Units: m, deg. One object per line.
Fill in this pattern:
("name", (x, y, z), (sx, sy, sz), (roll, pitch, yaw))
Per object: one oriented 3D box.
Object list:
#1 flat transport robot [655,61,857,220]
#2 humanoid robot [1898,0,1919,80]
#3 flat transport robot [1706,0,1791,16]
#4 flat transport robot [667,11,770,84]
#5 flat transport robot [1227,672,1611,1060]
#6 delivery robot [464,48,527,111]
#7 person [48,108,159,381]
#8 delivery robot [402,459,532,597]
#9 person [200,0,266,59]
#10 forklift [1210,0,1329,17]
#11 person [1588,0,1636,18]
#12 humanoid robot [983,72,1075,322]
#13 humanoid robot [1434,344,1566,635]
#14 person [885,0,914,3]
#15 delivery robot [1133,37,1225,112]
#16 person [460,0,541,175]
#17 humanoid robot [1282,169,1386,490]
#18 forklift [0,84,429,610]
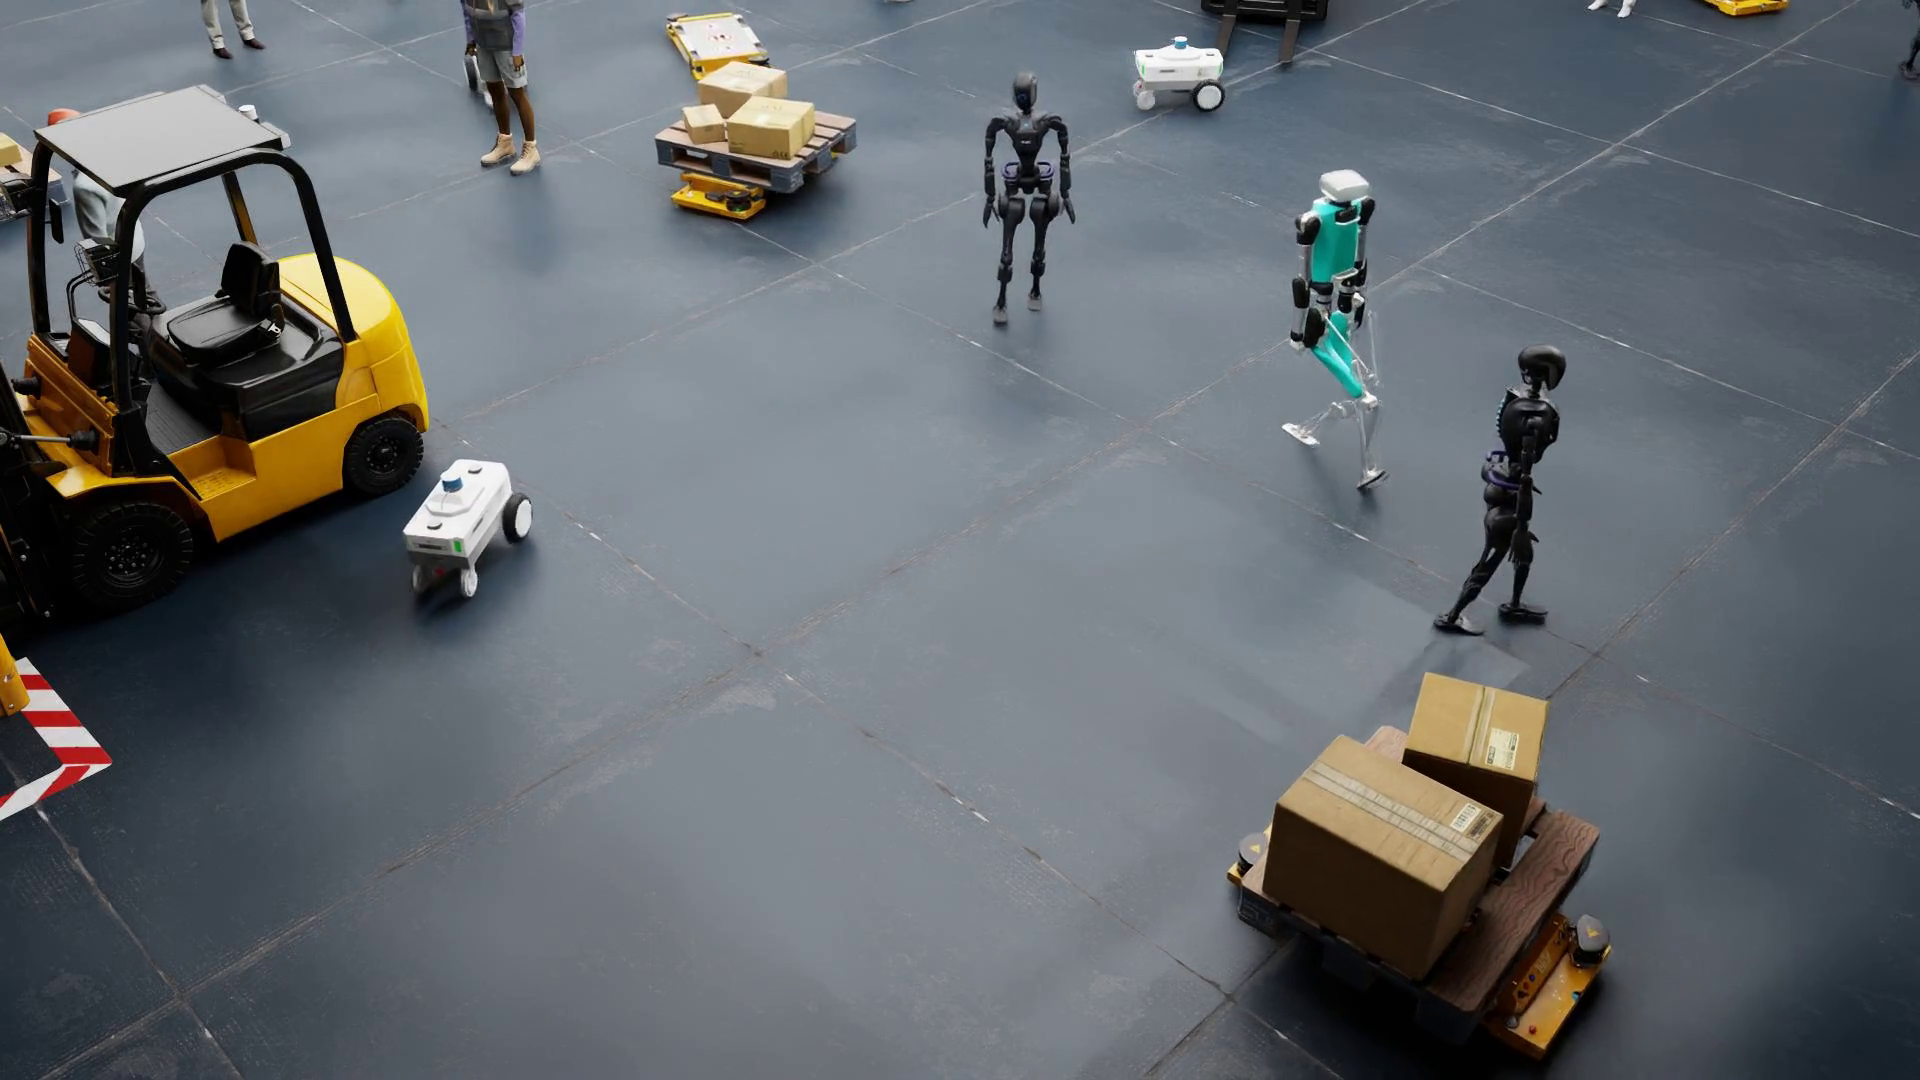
("flat transport robot", (-1.550, -2.880, 12.852), (0.659, 0.231, 1.431), (17, 40, 22))
("humanoid robot", (8.416, -4.771, 14.214), (0.598, 1.646, 0.465), (-5, 37, -6))
("flat transport robot", (7.399, -5.503, 16.363), (0.659, 0.231, 1.431), (-13, 39, -17))
("flat transport robot", (-2.173, -4.427, 14.923), (0.659, 0.231, 1.431), (-12, 38, -15))
("flat transport robot", (1.897, 1.534, 6.943), (1.431, 0.231, 0.659), (27, 44, 31))
("delivery robot", (-3.946, -4.023, 14.158), (0.499, 0.613, 0.816), (-12, 39, -16))
("person", (-5.189, -1.800, 10.179), (0.351, 1.738, 0.572), (-4, 37, -6))
("delivery robot", (-2.666, -0.109, 8.914), (0.499, 0.608, 0.801), (6, 37, 8))
("person", (-6.579, -5.164, 14.655), (0.388, 1.776, 0.539), (27, 44, 31))
("forklift", (3.106, -6.400, 15.960), (1.214, 2.155, 2.313), (8, 37, 10))
("person", (6.273, -5.733, 15.534), (0.519, 1.632, 0.313), (30, 46, 34))
("humanoid robot", (0.450, -2.223, 10.805), (0.609, 1.652, 0.434), (1, 37, 1))
("humanoid robot", (2.743, -0.205, 8.101), (0.583, 1.639, 0.593), (7, 37, 9))
("person", (-0.664, -6.115, 15.790), (0.351, 1.935, 0.634), (-14, 39, -18))
("delivery robot", (1.852, -3.941, 14.023), (0.773, 0.582, 0.499), (-2, 37, -2))
("person", (-3.525, -3.786, 12.585), (0.607, 2.044, 0.367), (21, 42, 26))
("humanoid robot", (2.256, -1.107, 9.260), (0.537, 1.760, 0.962), (-23, 43, -28))
("forklift", (-4.145, -1.093, 8.856), (2.313, 2.155, 1.214), (-31, 47, -34))
